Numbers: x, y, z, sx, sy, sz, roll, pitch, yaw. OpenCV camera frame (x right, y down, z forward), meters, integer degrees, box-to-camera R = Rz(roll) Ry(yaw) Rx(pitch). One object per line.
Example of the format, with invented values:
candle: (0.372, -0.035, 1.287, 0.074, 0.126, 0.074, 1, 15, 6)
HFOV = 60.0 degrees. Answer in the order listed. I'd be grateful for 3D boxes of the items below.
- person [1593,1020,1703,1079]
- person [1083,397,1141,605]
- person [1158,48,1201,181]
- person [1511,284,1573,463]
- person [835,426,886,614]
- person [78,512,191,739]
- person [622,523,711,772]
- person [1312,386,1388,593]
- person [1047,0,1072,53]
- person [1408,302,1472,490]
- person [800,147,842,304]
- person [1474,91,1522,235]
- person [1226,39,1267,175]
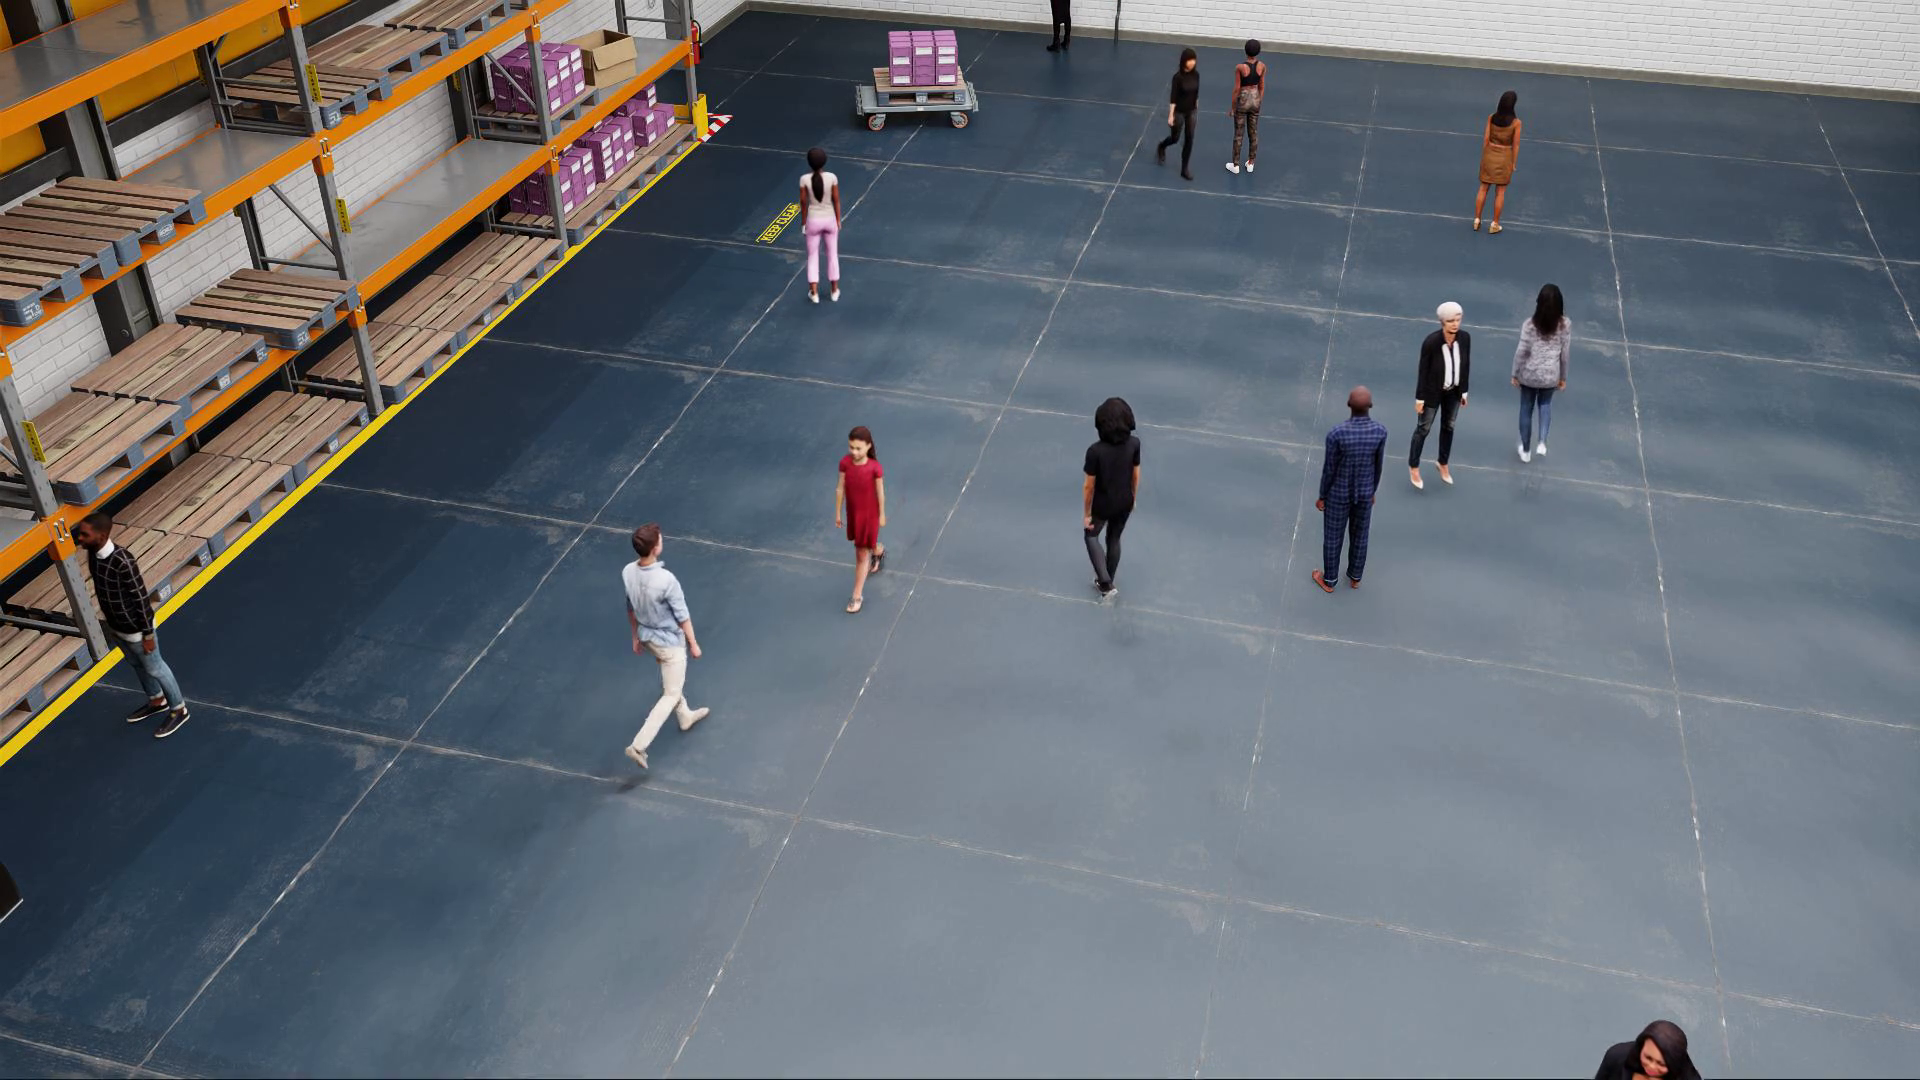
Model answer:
person: (3.427, 2.940, 8.417, 0.736, 1.607, 0.705, 16, 37, 23)
person: (1.204, -0.259, 13.039, 0.844, 1.818, 0.931, -8, 35, -13)
person: (2.778, -5.393, 20.938, 0.921, 1.624, 1.021, -14, 36, -20)
person: (5.188, -1.432, 14.895, 0.688, 1.717, 0.698, 5, 34, 8)
person: (-0.757, -0.258, 13.304, 0.583, 1.523, 1.068, 11, 35, 17)
person: (-5.863, 0.568, 11.793, 0.737, 1.820, 0.699, 22, 39, 29)
person: (-2.120, 0.751, 11.514, 0.931, 1.823, 1.217, 22, 40, 30)
person: (3.114, -0.400, 13.251, 0.744, 1.818, 0.743, -5, 34, -7)
person: (1.537, -8.316, 25.196, 0.664, 1.779, 0.742, -21, 39, -29)
person: (4.226, -1.274, 14.463, 0.819, 1.780, 0.741, -7, 34, -10)
person: (-1.483, -3.369, 17.788, 0.648, 1.741, 0.650, -5, 34, -7)
person: (6.271, -4.410, 19.399, 0.620, 1.690, 0.609, 21, 39, 28)
person: (3.628, -5.488, 21.011, 0.660, 1.700, 0.674, -7, 34, -11)
